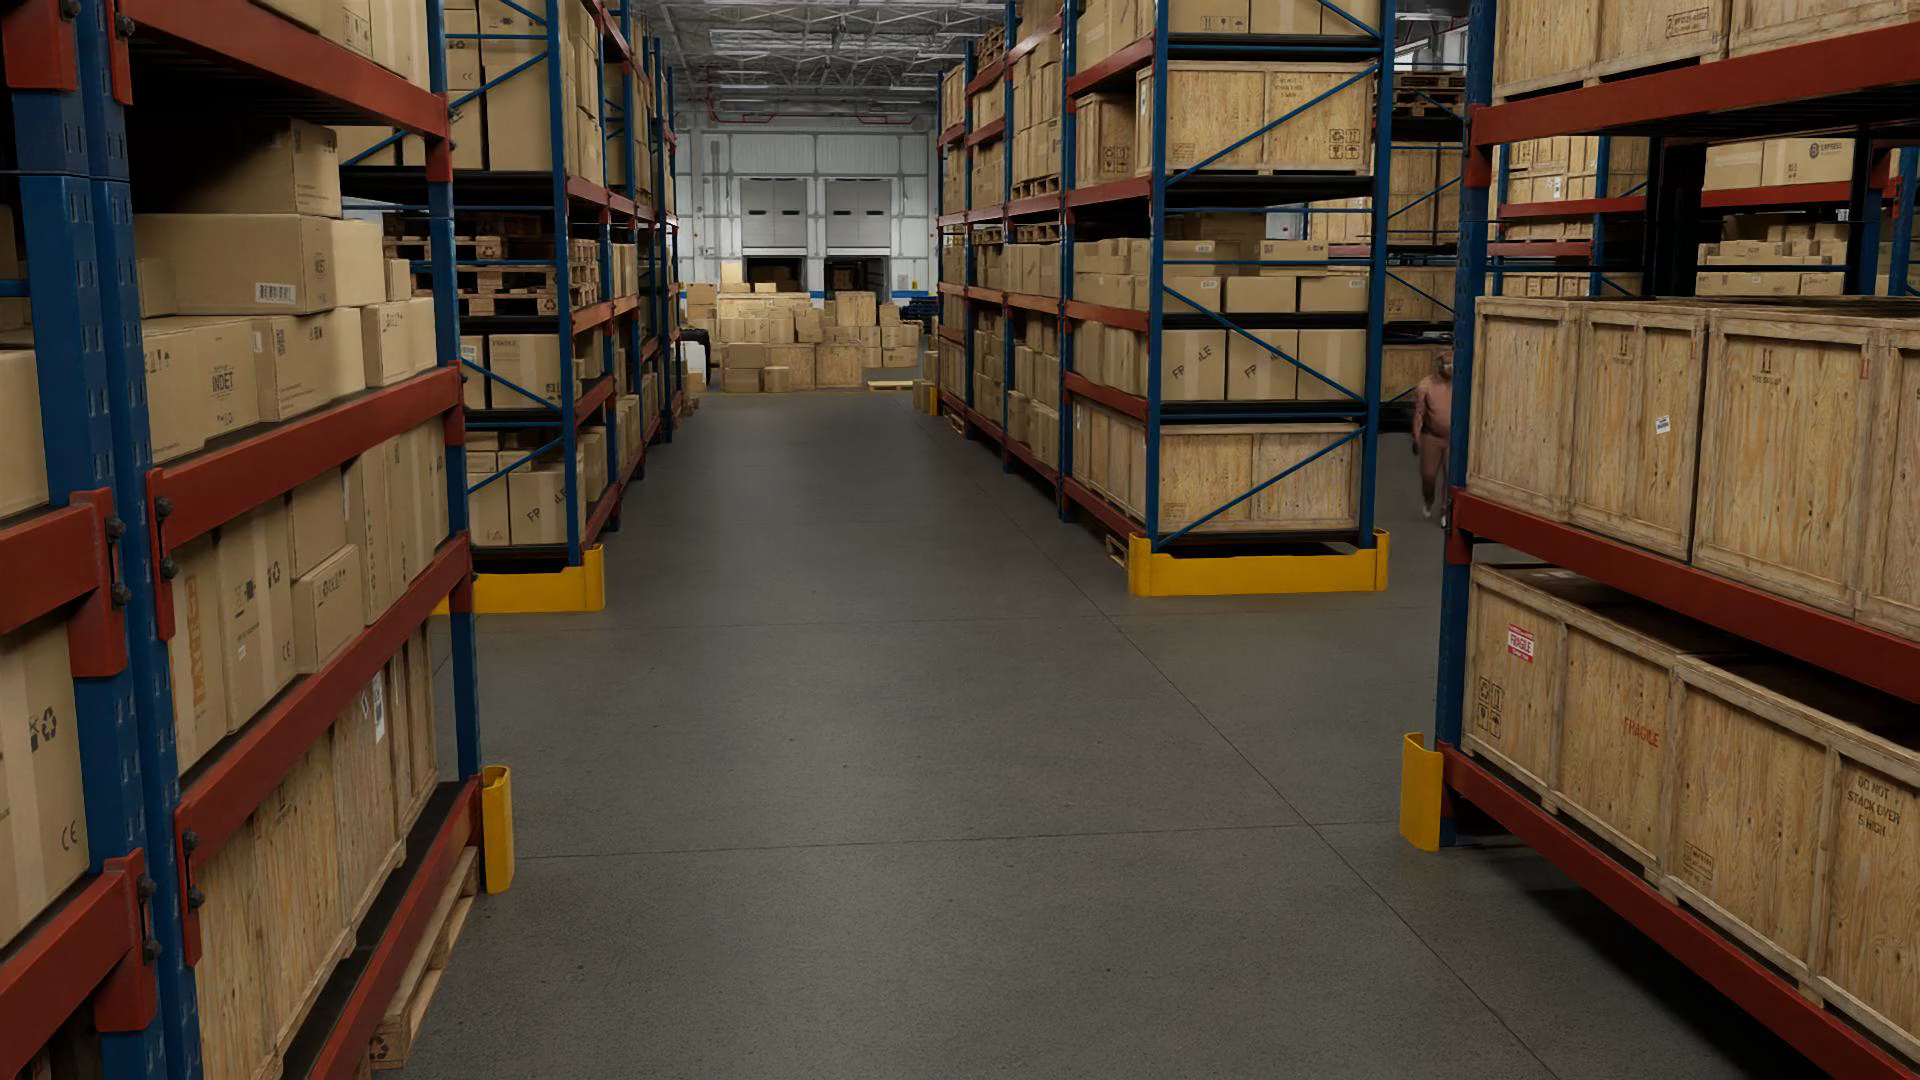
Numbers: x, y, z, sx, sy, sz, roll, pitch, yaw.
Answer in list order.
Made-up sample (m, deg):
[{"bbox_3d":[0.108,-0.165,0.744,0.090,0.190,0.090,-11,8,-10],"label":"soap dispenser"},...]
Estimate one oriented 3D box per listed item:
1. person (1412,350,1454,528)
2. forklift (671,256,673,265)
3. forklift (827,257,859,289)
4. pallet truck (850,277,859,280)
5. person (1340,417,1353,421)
[{"bbox_3d":[5.161,-1.082,17.721,0.668,1.893,0.500,2,10,11],"label":"person"},{"bbox_3d":[-10.987,-9.066,61.344,1.129,2.768,1.873,-1,10,-7],"label":"forklift"},{"bbox_3d":[-3.293,-6.577,46.858,1.129,2.768,1.873,-1,10,-7],"label":"forklift"},{"bbox_3d":[-3.782,-9.391,65.808,1.885,1.965,0.823,2,10,10],"label":"pallet truck"},{"bbox_3d":[4.059,-1.055,18.149,0.315,1.696,0.541,-8,13,-41],"label":"person"}]
